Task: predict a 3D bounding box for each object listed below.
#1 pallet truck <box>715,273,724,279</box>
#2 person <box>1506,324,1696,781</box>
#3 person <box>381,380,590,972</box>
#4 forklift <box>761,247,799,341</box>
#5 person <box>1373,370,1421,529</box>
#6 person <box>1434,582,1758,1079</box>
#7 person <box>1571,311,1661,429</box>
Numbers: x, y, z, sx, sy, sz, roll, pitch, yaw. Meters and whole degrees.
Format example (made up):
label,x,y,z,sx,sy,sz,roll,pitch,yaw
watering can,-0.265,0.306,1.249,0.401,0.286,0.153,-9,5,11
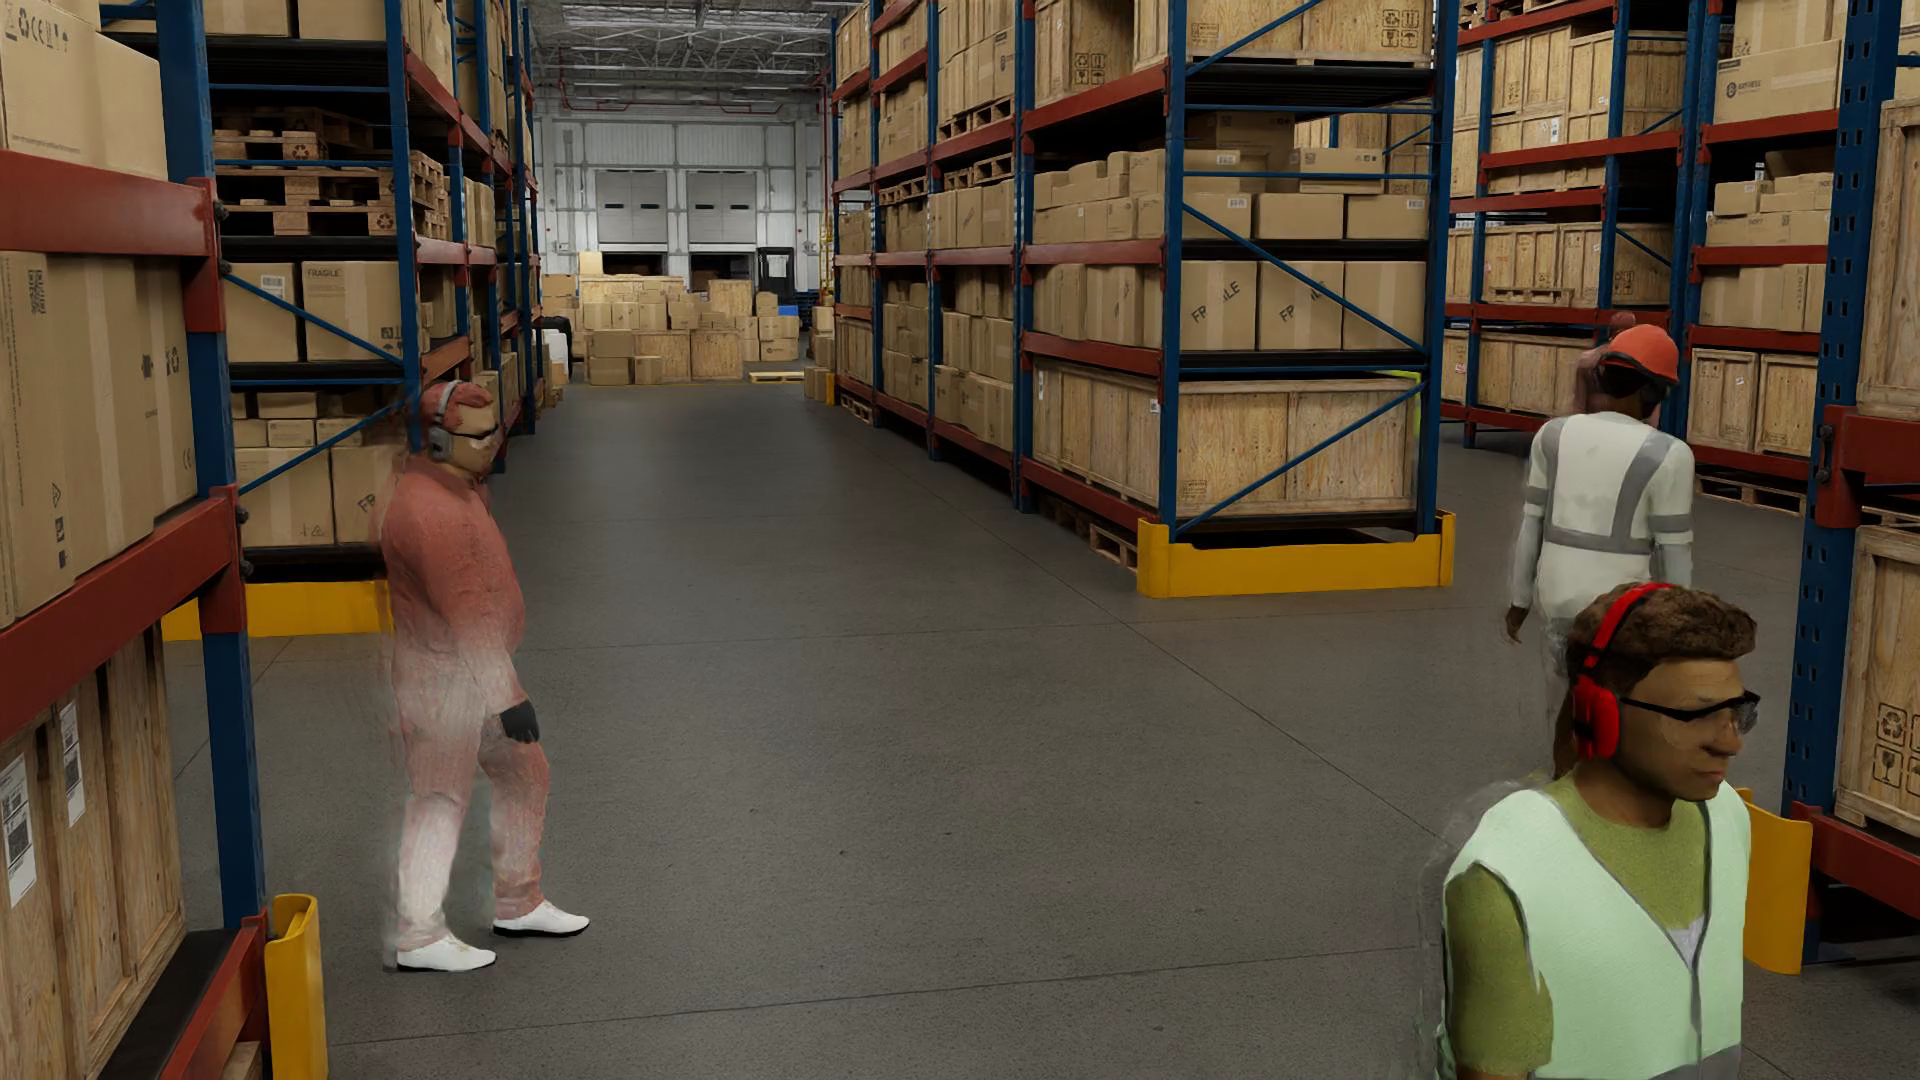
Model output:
label,x,y,z,sx,sy,sz,roll,pitch,yaw
pallet truck,-8.580,-8.986,62.280,1.885,1.965,0.823,1,9,5
person,2.390,0.223,6.110,0.755,2.006,0.638,-7,12,-38
person,-1.462,0.444,5.174,0.737,1.875,0.652,-1,9,-7
forklift,-5.458,-7.384,49.829,1.129,2.768,1.873,-2,10,-12
person,3.709,-0.953,14.269,0.552,1.669,0.697,-2,9,-9
person,0.888,0.956,2.213,0.591,1.817,0.704,-6,11,-33
person,5.092,-0.836,12.944,0.648,1.887,0.706,6,11,31
